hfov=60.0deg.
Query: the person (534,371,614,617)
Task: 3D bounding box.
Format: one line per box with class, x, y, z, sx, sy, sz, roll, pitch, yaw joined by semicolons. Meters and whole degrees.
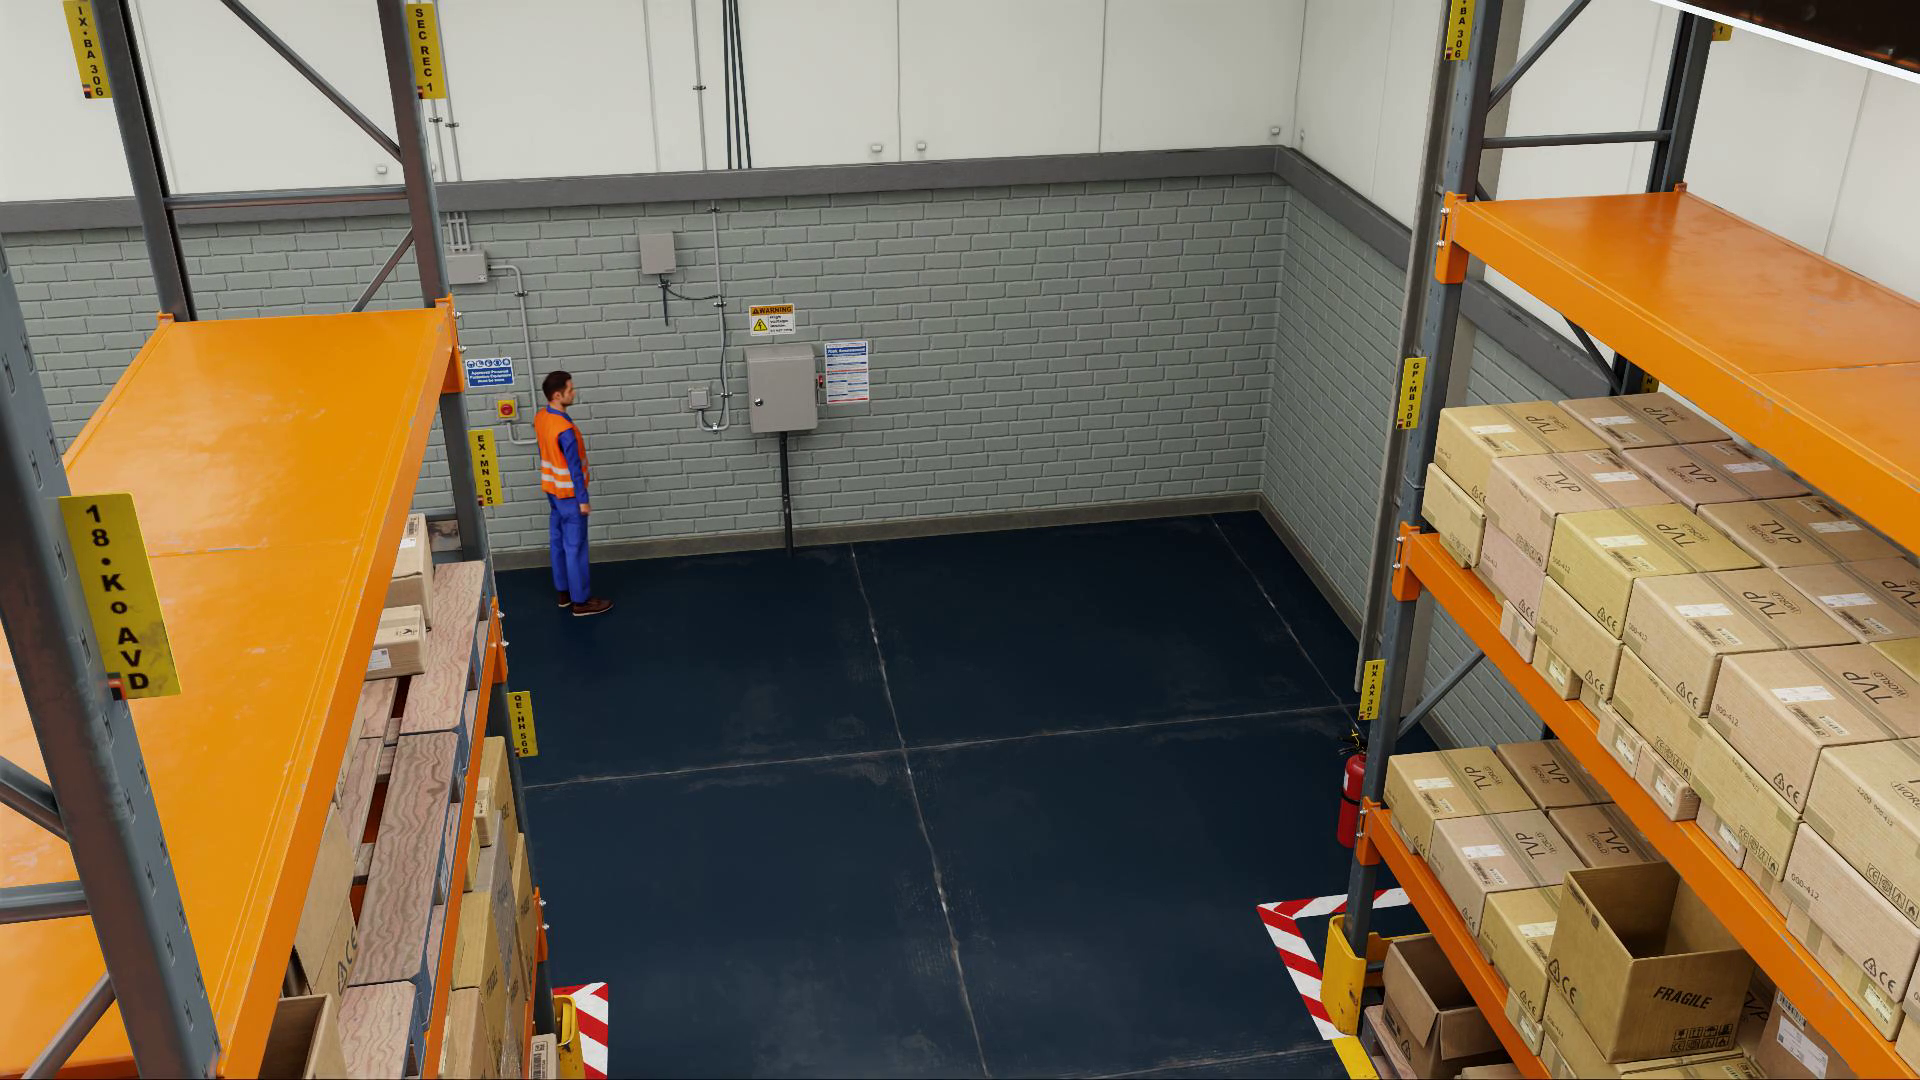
person;-2.854;-0.340;12.052;0.844;1.860;0.721;-20;33;-33
